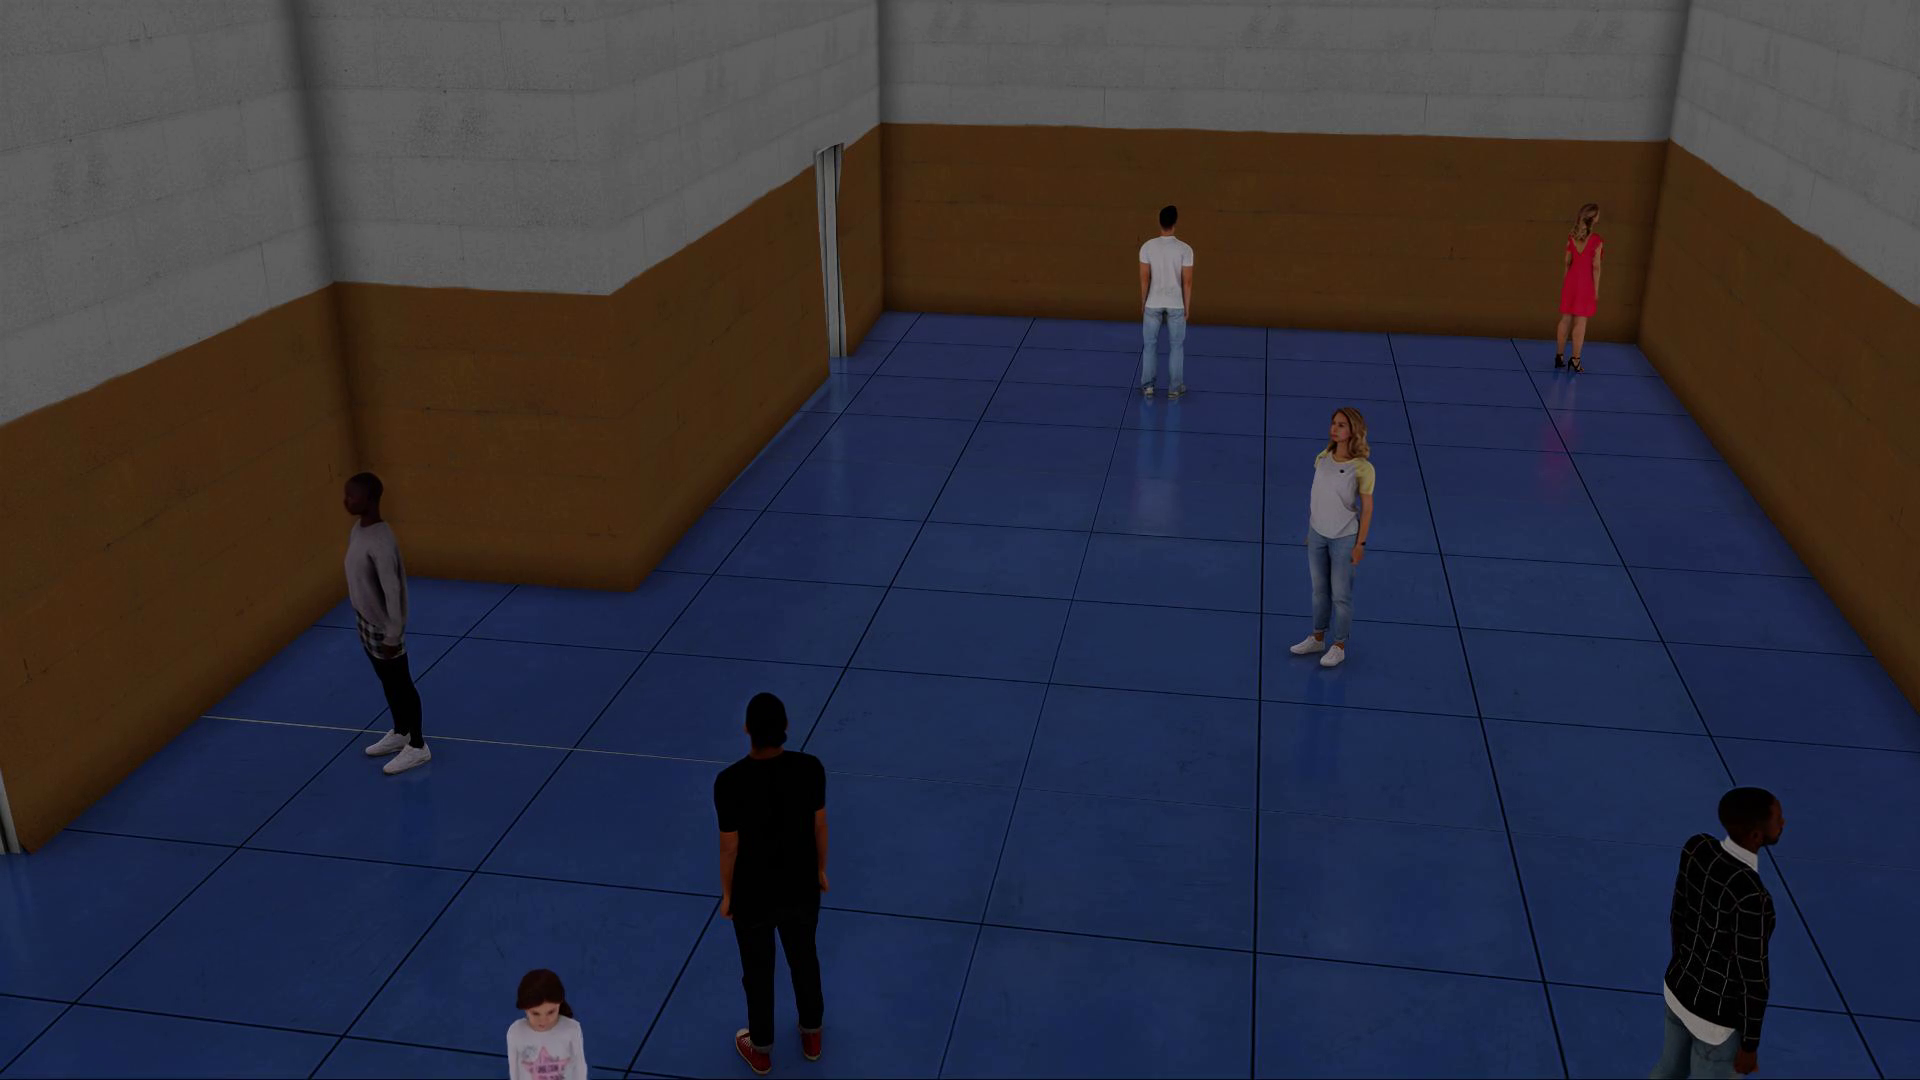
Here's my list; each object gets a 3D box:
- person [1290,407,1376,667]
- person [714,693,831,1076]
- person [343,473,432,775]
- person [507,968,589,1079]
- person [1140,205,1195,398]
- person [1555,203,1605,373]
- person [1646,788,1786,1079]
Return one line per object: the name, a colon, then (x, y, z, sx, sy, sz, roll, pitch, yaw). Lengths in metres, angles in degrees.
person: (2.410, -0.028, 10.641, 0.768, 1.723, 0.693, -17, 27, -36)
person: (-0.778, 1.437, 6.971, 0.689, 1.758, 0.787, -9, 24, -21)
person: (-3.248, 0.457, 9.392, 0.744, 1.771, 0.675, -16, 27, -35)
person: (-1.537, 2.061, 6.300, 0.577, 1.100, 0.592, -3, 22, -7)
person: (1.995, -2.311, 16.153, 0.511, 1.866, 0.739, 5, 22, 13)
person: (6.344, -2.595, 17.044, 0.715, 1.729, 0.662, -13, 25, -29)
person: (2.778, 1.716, 6.190, 0.673, 1.821, 0.725, -3, 22, -8)
